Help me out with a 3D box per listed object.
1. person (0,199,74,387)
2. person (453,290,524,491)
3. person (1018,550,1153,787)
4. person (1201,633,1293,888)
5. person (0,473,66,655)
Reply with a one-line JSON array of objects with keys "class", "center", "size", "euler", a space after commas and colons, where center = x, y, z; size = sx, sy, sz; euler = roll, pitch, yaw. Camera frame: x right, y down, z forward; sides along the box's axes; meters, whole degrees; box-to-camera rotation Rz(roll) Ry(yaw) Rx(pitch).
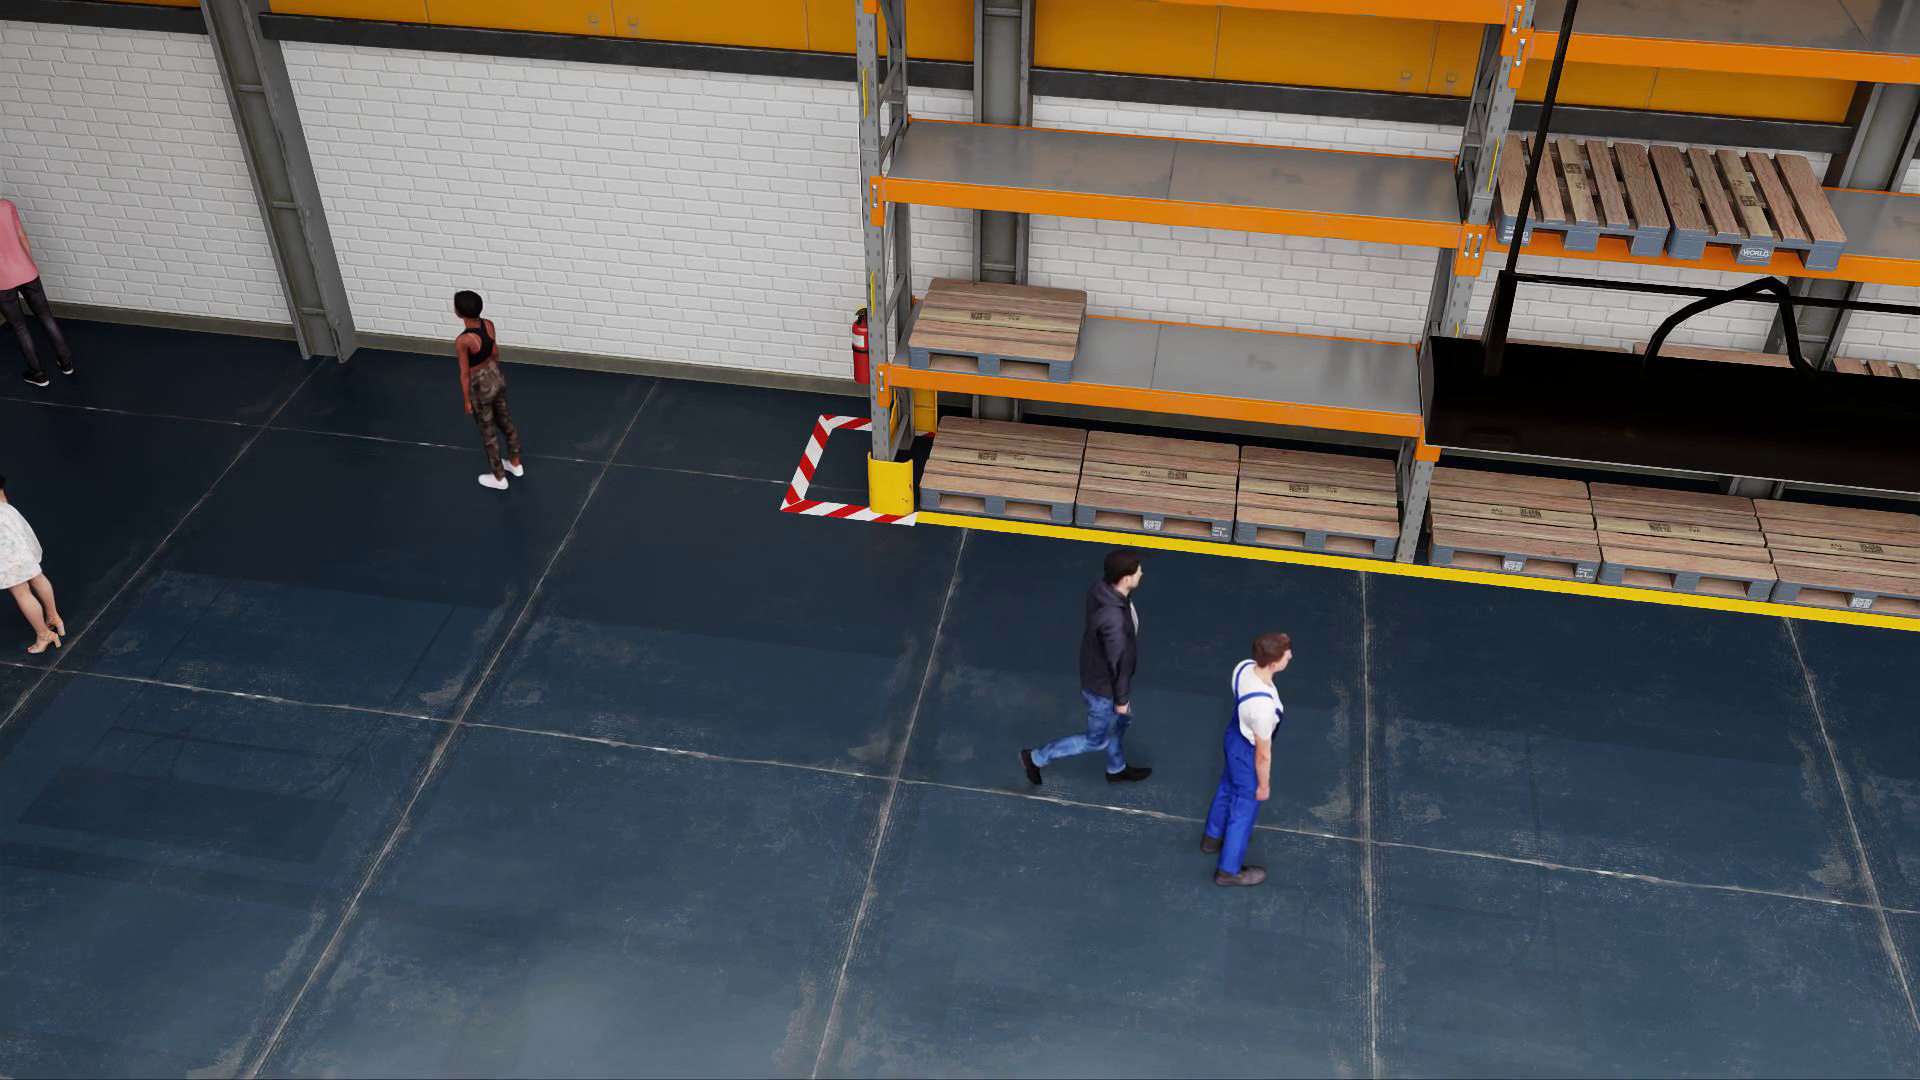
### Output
[{"class": "person", "center": [-7.906, -2.200, 13.862], "size": [0.712, 1.961, 0.716], "euler": [27, 46, 30]}, {"class": "person", "center": [-3.637, -1.163, 12.773], "size": [0.604, 1.700, 0.623], "euler": [17, 42, 20]}, {"class": "person", "center": [0.795, 0.847, 10.124], "size": [1.163, 1.866, 0.826], "euler": [0, 39, 0]}, {"class": "person", "center": [1.656, 1.251, 9.635], "size": [0.664, 1.845, 0.683], "euler": [-5, 39, -6]}, {"class": "person", "center": [-6.461, 0.021, 11.231], "size": [0.694, 1.775, 0.696], "euler": [-1, 39, -1]}]
